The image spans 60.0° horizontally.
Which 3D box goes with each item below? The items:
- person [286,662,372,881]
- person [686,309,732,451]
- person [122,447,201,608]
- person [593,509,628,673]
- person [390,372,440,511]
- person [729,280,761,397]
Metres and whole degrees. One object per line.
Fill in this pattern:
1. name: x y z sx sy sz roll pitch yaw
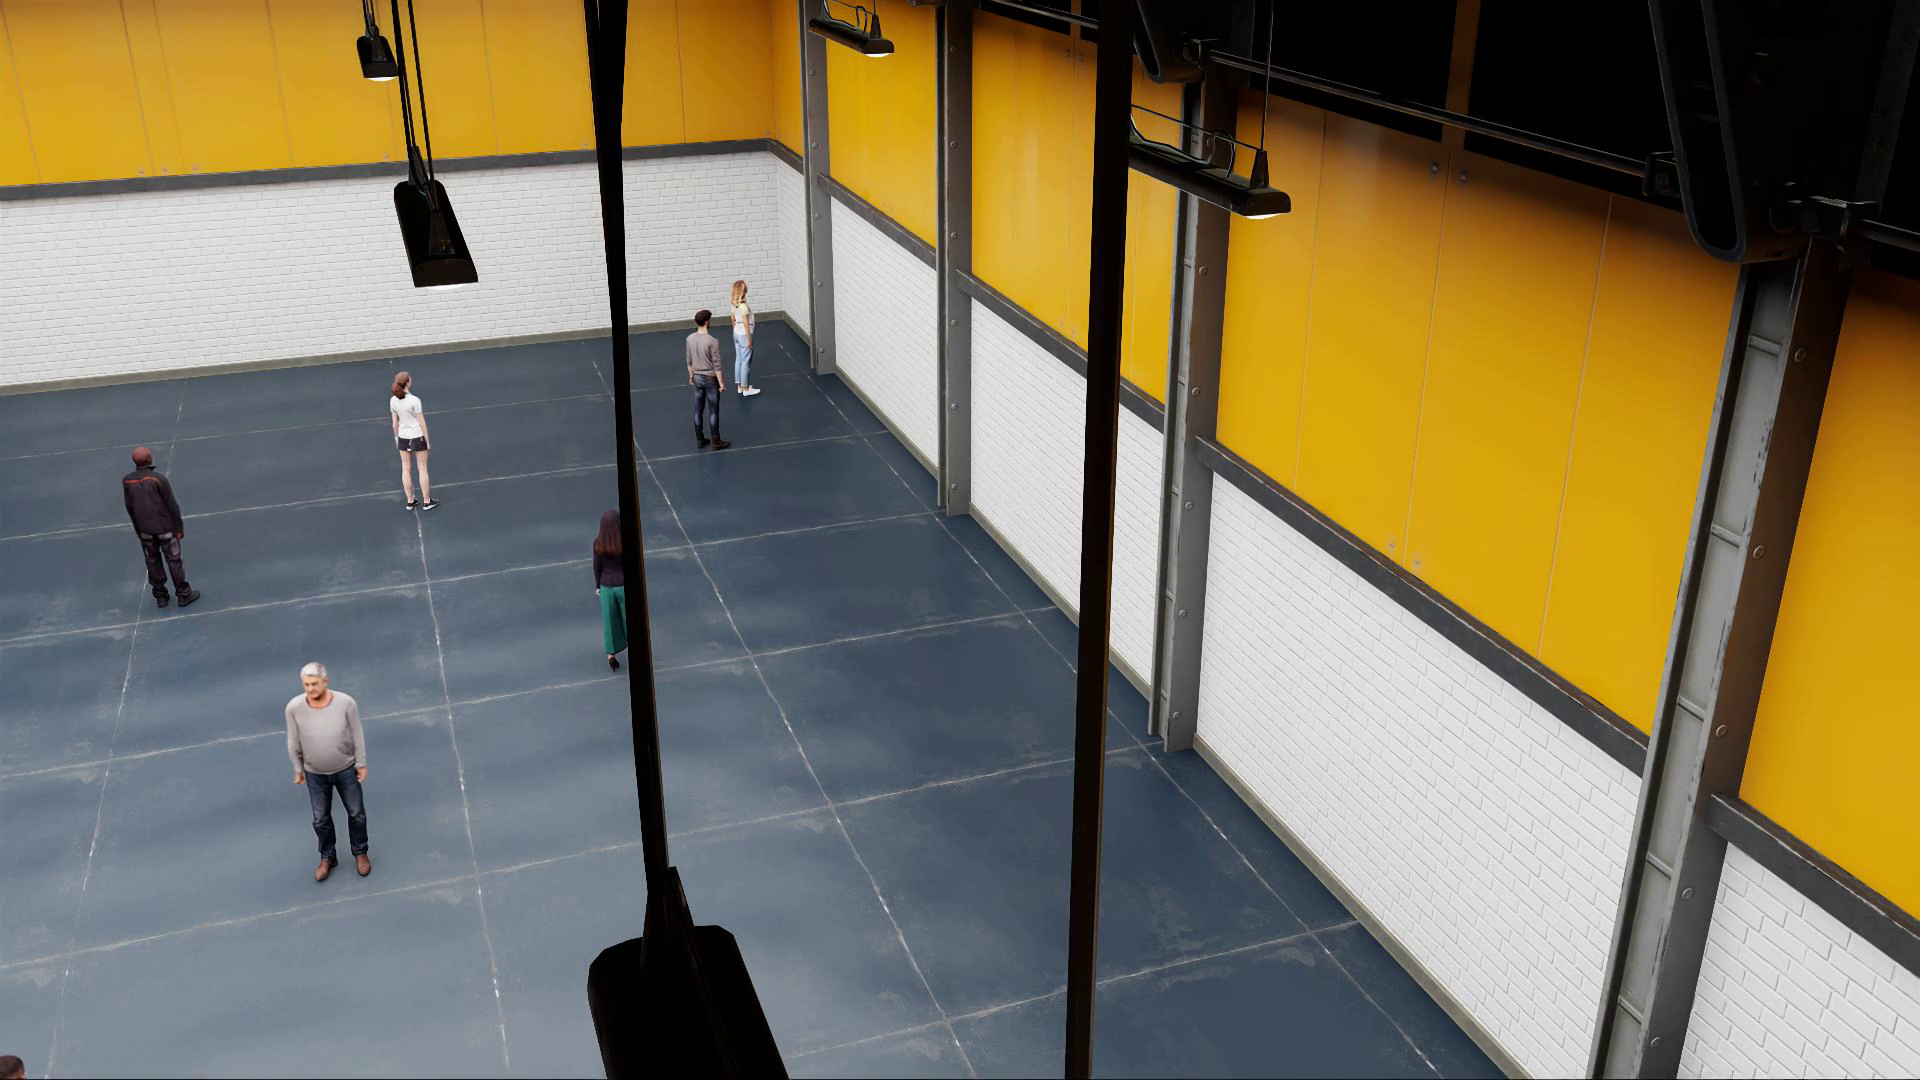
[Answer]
1. person: -5.033 1.812 13.302 0.761 1.910 0.680 -4 24 -10
2. person: -3.427 -2.157 22.389 0.754 1.903 0.823 11 26 24
3. person: -8.642 -0.147 17.890 0.768 1.826 0.717 -1 24 -2
4. person: -3.391 0.504 16.507 0.702 1.738 0.684 3 24 7
5. person: -6.739 -1.220 20.435 0.663 1.752 0.684 3 24 6
6. person: -3.204 -2.988 24.516 0.735 1.723 0.572 -15 28 -31
